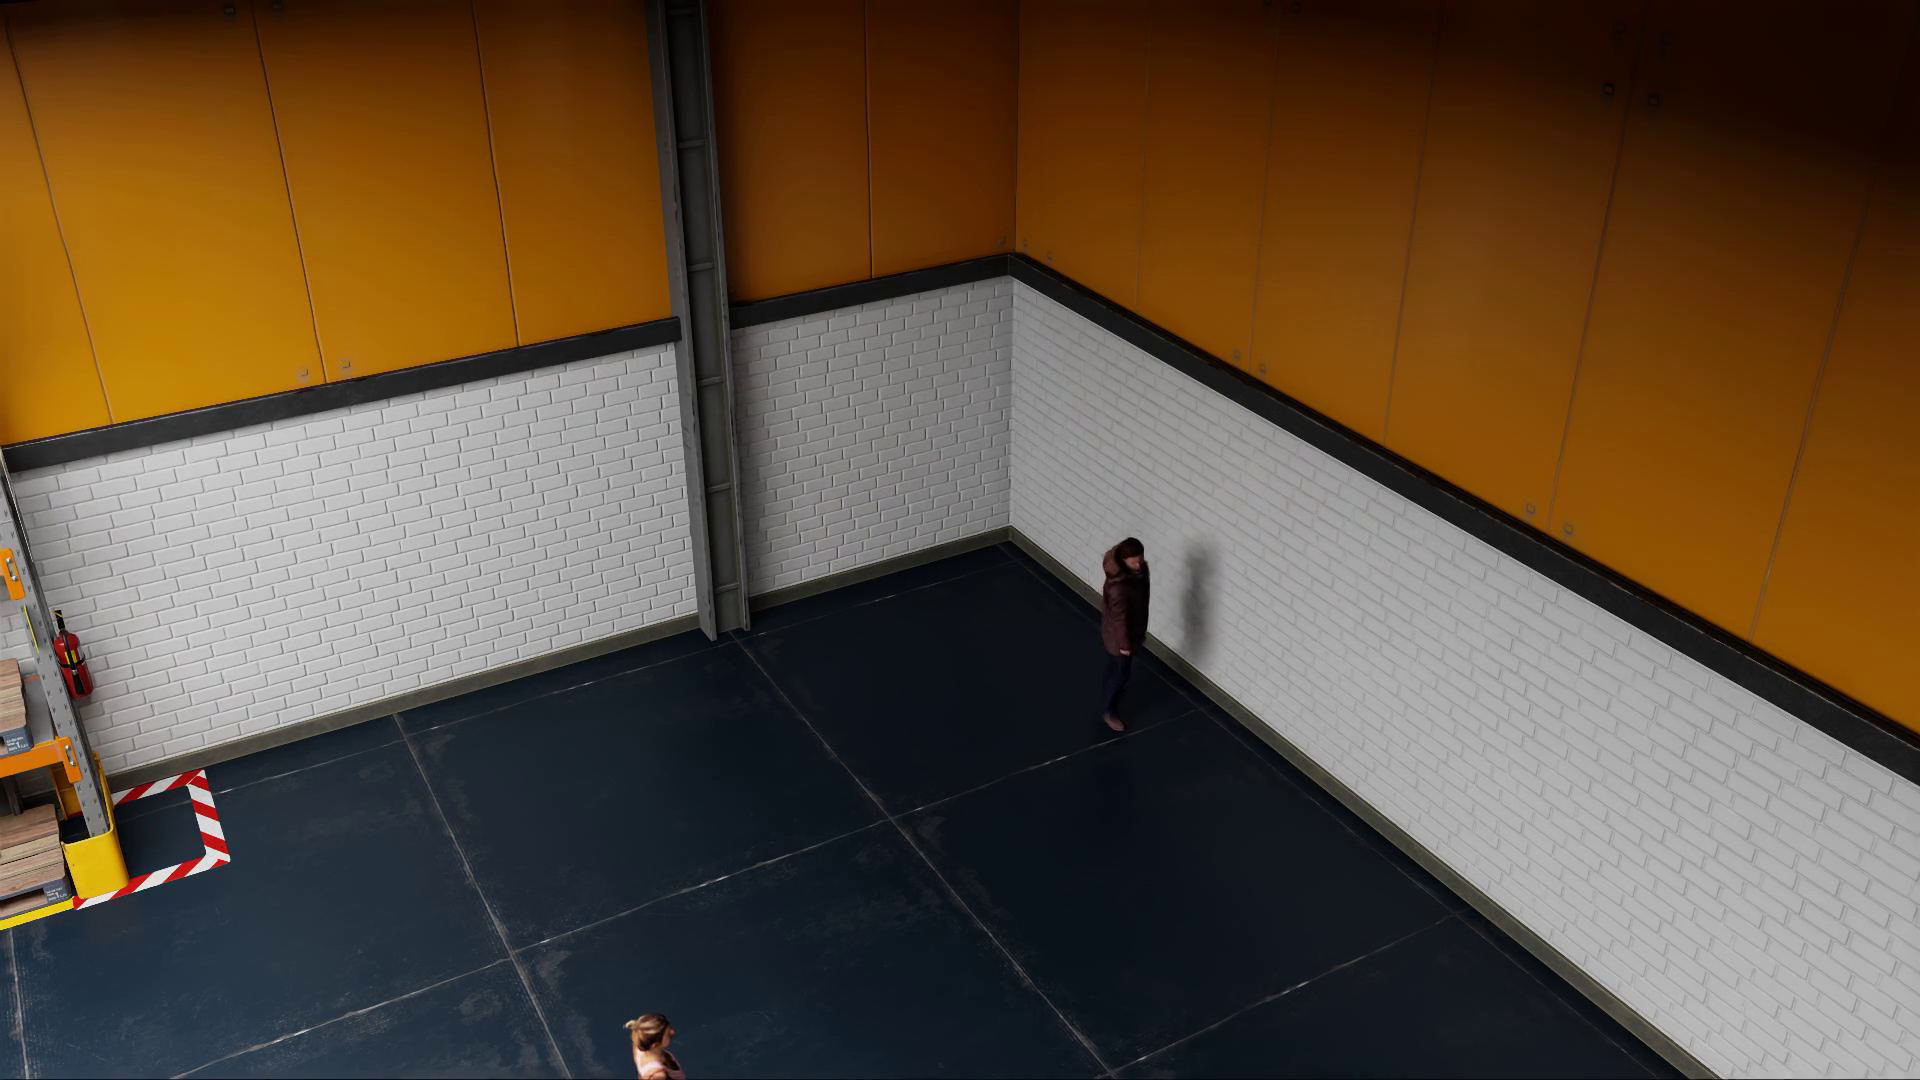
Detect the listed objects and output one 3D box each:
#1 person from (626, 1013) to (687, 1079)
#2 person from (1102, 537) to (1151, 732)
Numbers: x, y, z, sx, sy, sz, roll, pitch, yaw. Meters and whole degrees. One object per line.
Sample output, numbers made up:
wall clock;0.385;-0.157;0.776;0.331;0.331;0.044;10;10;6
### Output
person;-1.662;3.241;9.215;0.499;1.644;0.561;-15;32;-25
person;1.324;0.696;13.707;1.009;1.810;0.921;4;29;7
